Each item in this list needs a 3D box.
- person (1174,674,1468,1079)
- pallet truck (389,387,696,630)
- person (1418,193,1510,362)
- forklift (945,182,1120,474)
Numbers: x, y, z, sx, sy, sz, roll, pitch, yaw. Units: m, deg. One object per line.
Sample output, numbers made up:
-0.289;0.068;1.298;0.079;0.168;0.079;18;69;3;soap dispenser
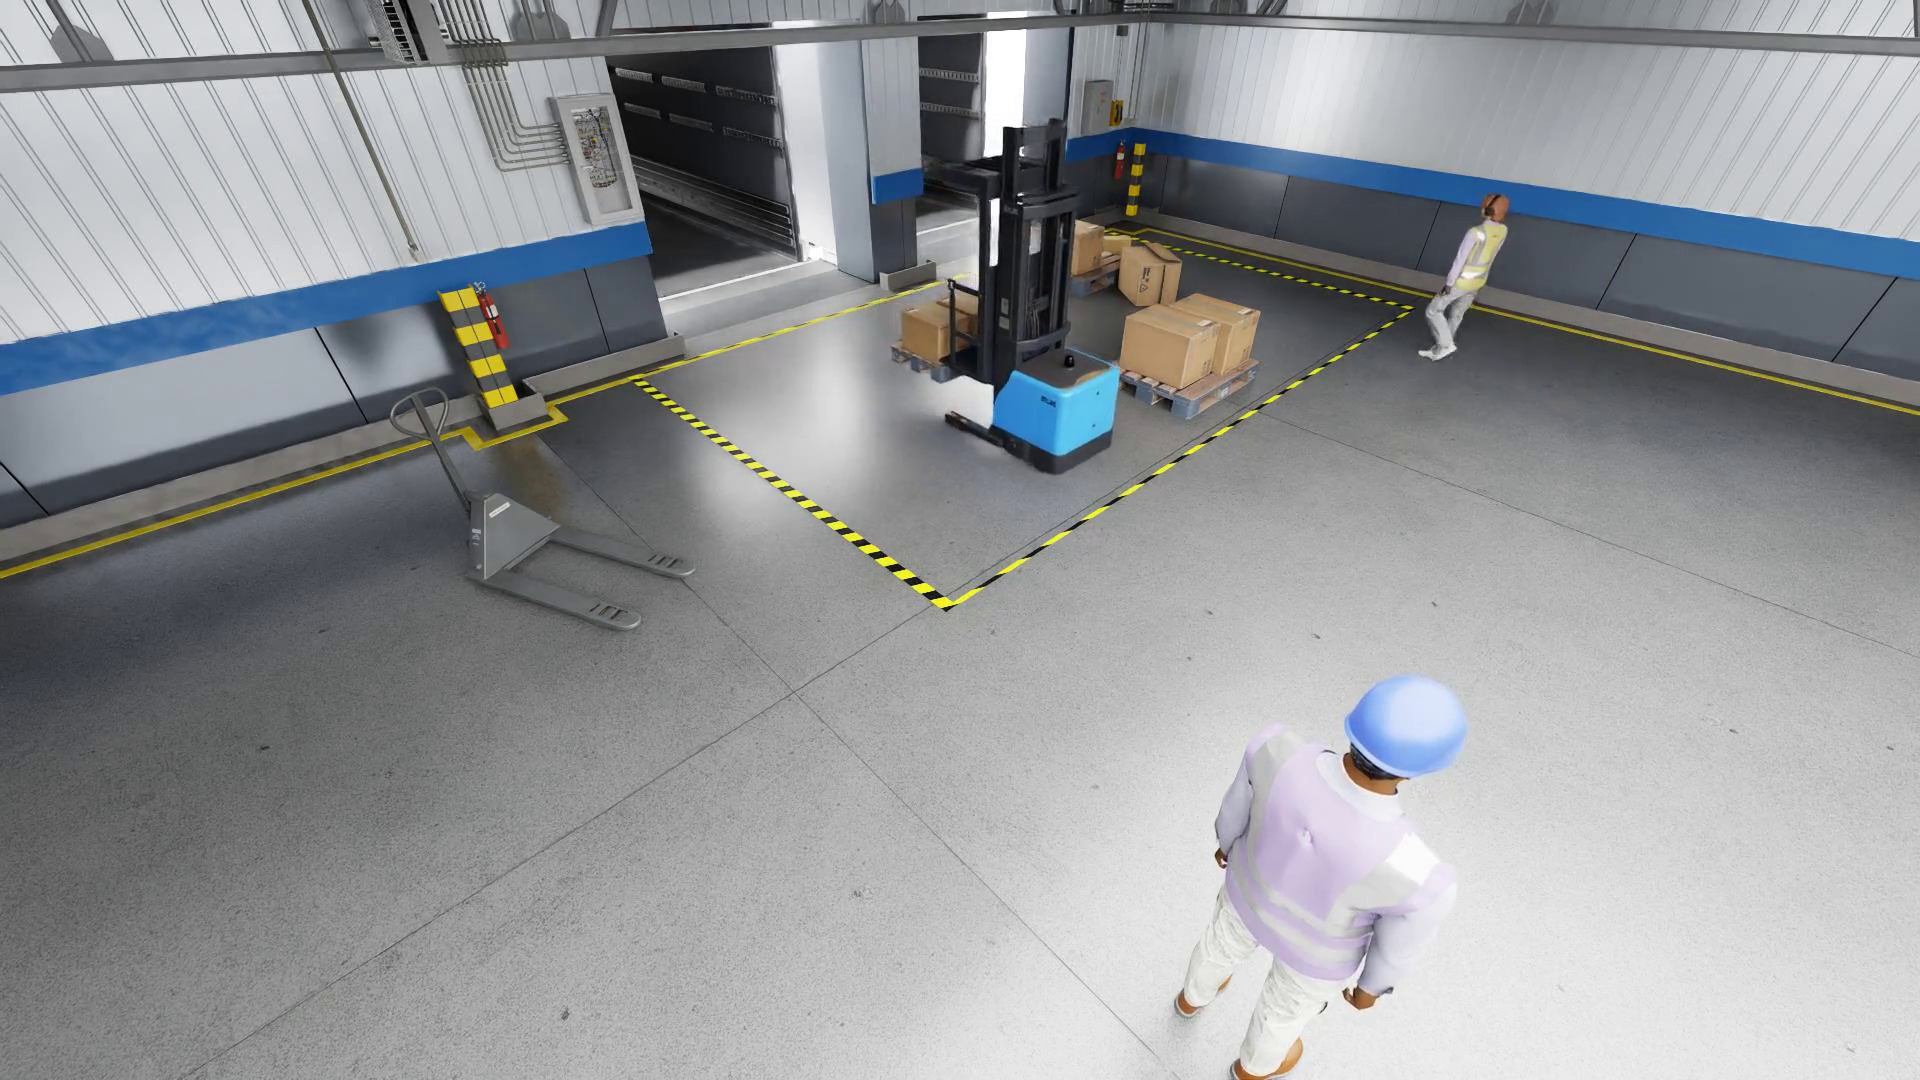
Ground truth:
1.038;1.116;2.249;0.382;1.946;0.613;-21;42;-25;person
-2.613;-0.247;4.593;1.601;1.201;0.680;14;40;17;pallet truck
4.967;-2.504;7.188;0.531;1.624;0.449;-14;40;-17;person
0.734;-1.613;5.704;0.716;2.013;0.776;-30;47;-33;forklift
